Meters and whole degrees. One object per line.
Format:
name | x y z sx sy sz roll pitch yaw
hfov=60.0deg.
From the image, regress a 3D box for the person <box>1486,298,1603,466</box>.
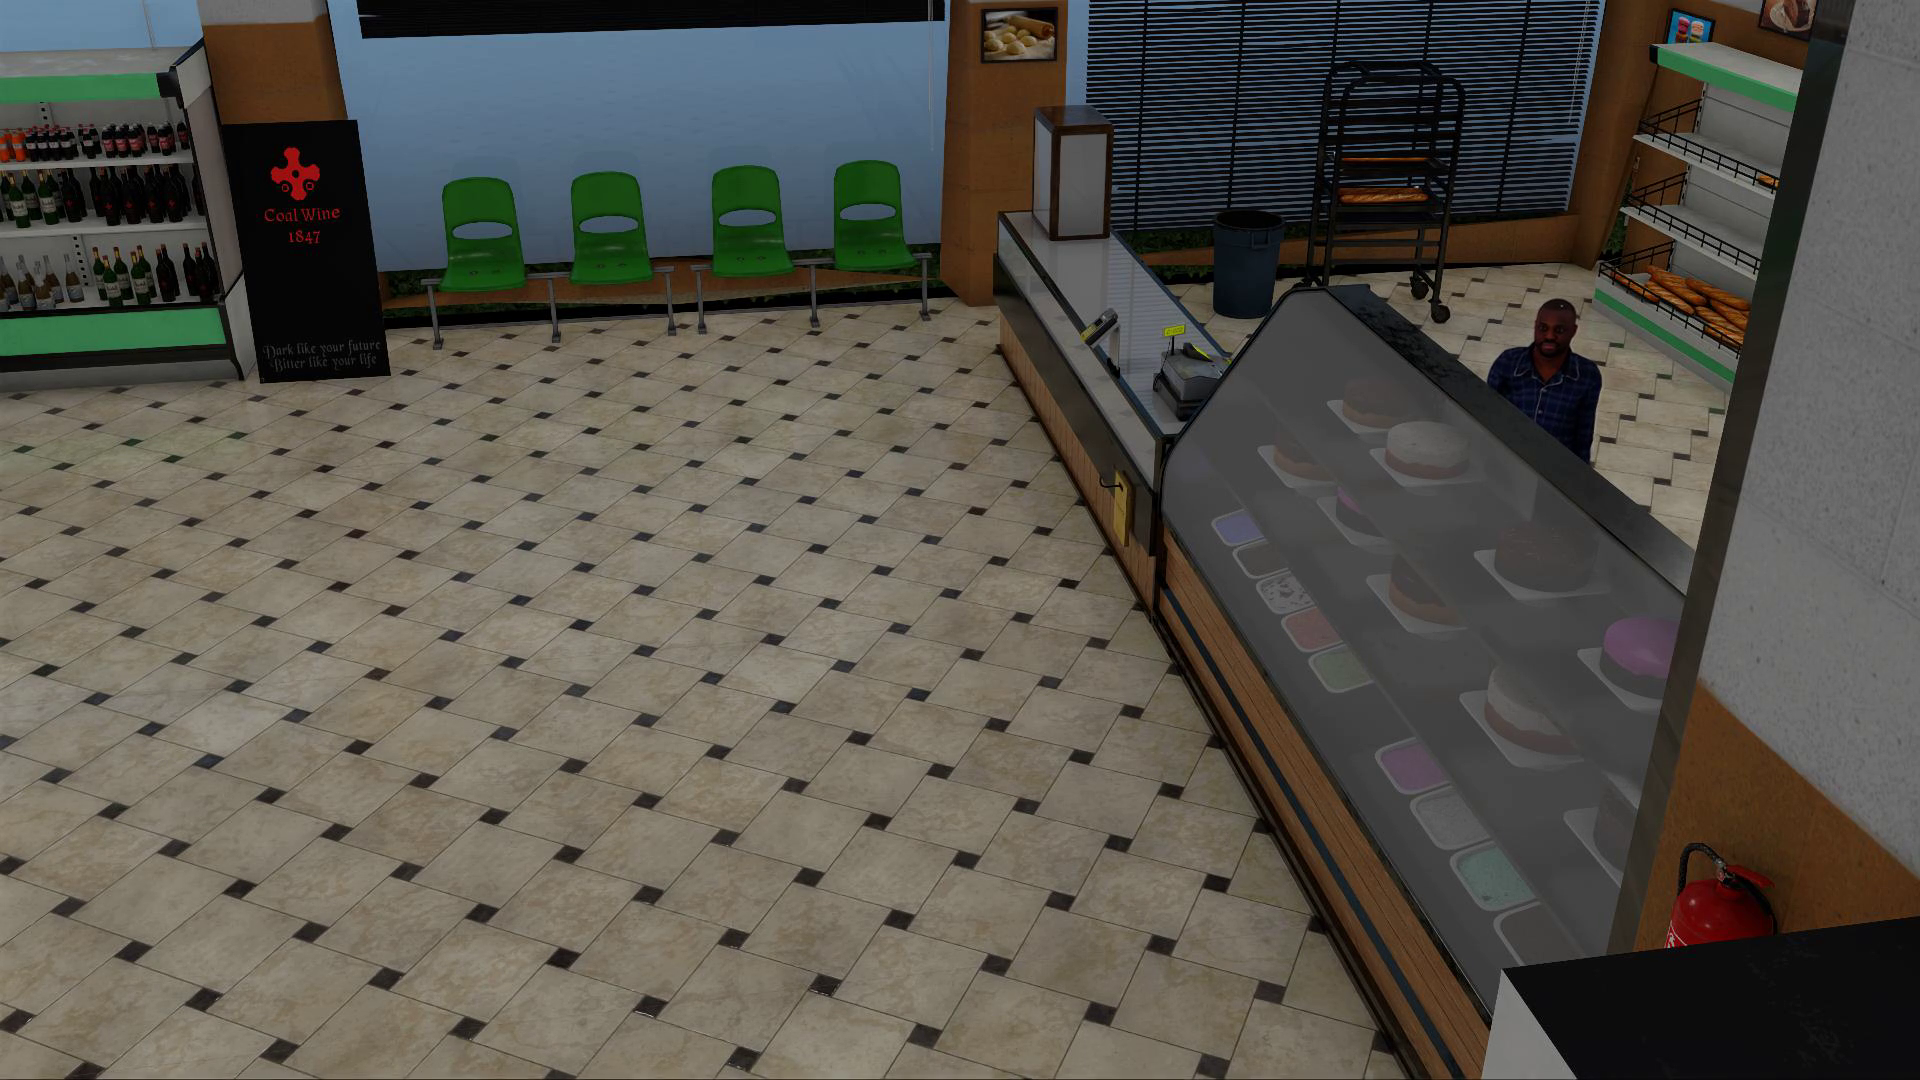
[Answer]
person | 2.581 -0.232 7.586 0.728 1.824 0.835 10 28 18
